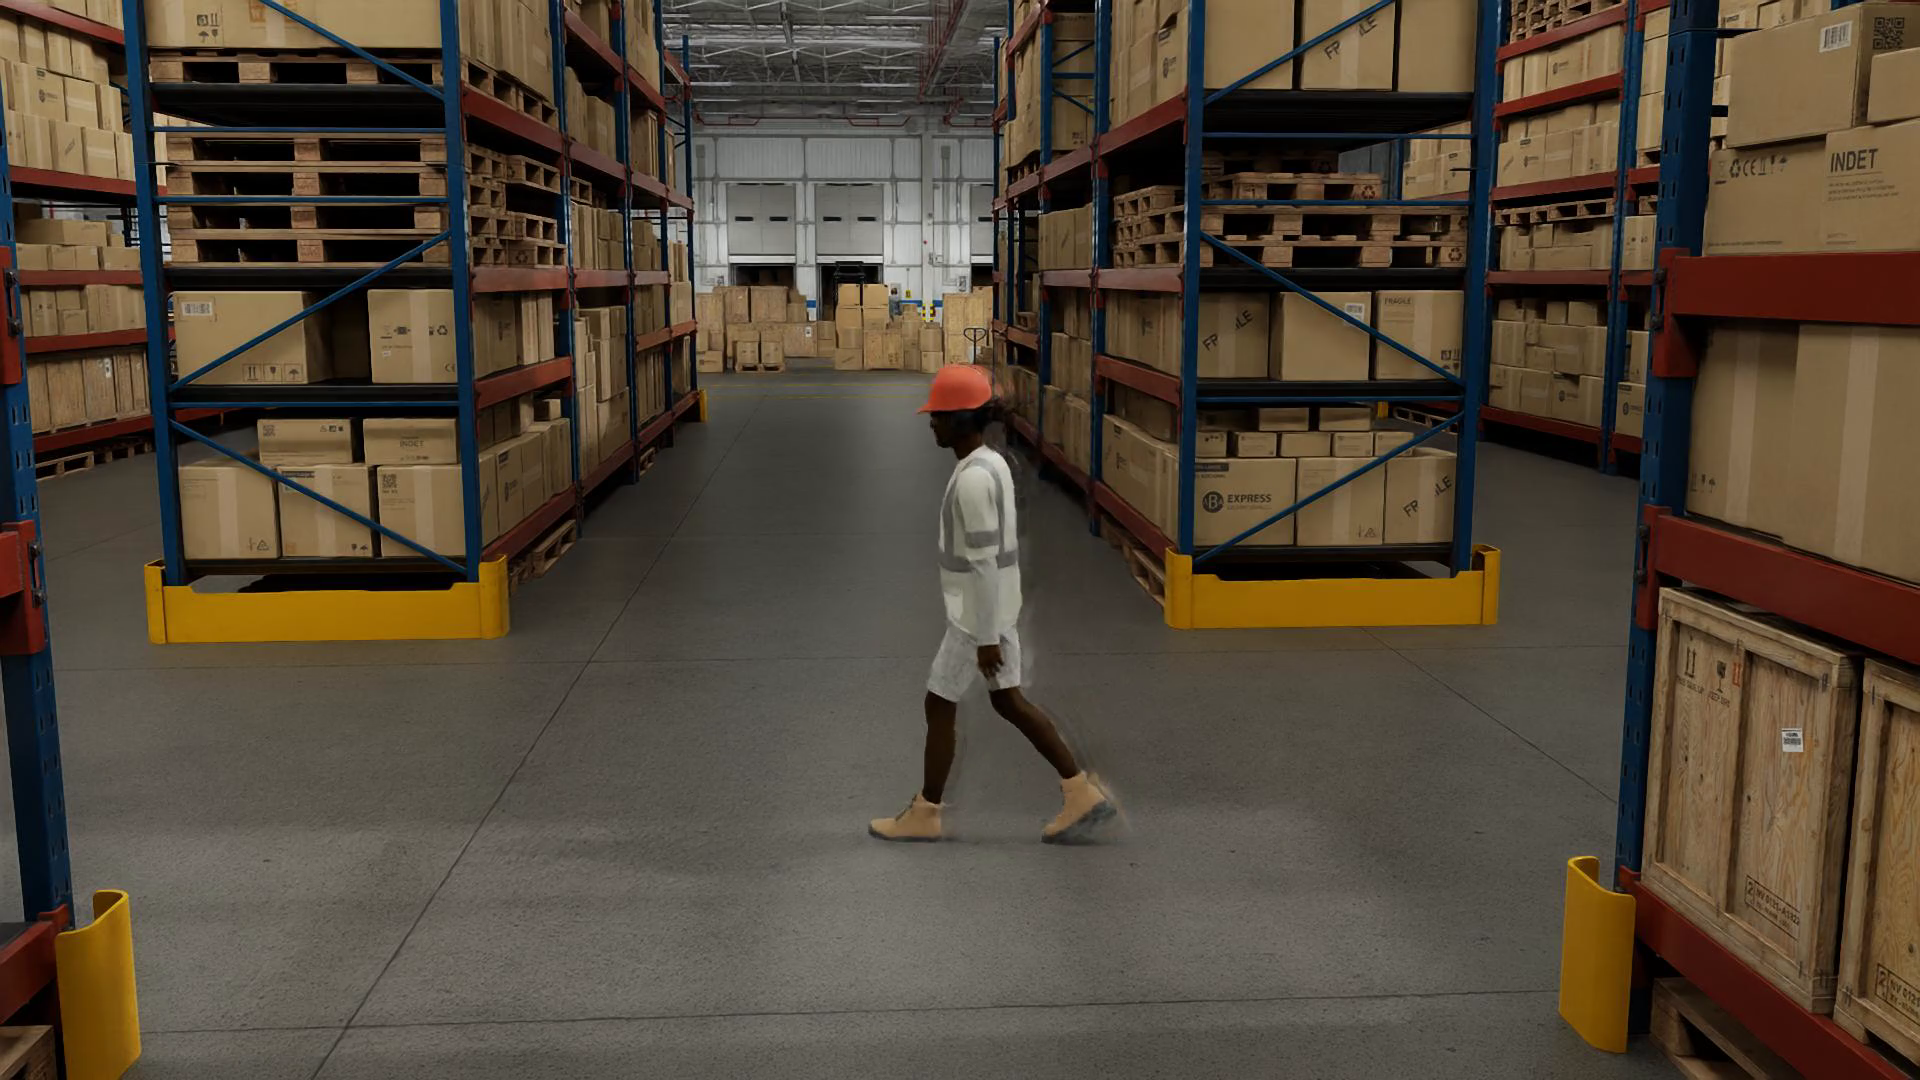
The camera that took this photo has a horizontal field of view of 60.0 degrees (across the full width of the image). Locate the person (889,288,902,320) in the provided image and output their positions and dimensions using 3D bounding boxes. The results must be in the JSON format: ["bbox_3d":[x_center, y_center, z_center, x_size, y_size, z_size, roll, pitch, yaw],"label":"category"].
[{"bbox_3d":[-2.311,-7.828,57.981,0.636,1.928,0.385,3,10,19],"label":"person"}]

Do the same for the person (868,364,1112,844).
[{"bbox_3d":[0.150,0.284,6.816,0.986,2.008,0.619,2,9,9],"label":"person"}]

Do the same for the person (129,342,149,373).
[{"bbox_3d":[-13.660,-3.090,28.003,0.610,1.995,0.375,-1,9,-8],"label":"person"}]

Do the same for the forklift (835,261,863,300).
[{"bbox_3d":[-3.671,-7.882,55.321,1.129,2.768,1.873,-1,9,-4],"label":"forklift"}]

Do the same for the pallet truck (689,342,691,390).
[{"bbox_3d":[-5.225,-3.008,27.480,1.885,1.965,0.823,2,9,14],"label":"pallet truck"}]

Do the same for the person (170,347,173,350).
[{"bbox_3d":[-24.589,-6.660,50.745,0.881,1.896,0.642,-5,10,-30],"label":"person"}]
